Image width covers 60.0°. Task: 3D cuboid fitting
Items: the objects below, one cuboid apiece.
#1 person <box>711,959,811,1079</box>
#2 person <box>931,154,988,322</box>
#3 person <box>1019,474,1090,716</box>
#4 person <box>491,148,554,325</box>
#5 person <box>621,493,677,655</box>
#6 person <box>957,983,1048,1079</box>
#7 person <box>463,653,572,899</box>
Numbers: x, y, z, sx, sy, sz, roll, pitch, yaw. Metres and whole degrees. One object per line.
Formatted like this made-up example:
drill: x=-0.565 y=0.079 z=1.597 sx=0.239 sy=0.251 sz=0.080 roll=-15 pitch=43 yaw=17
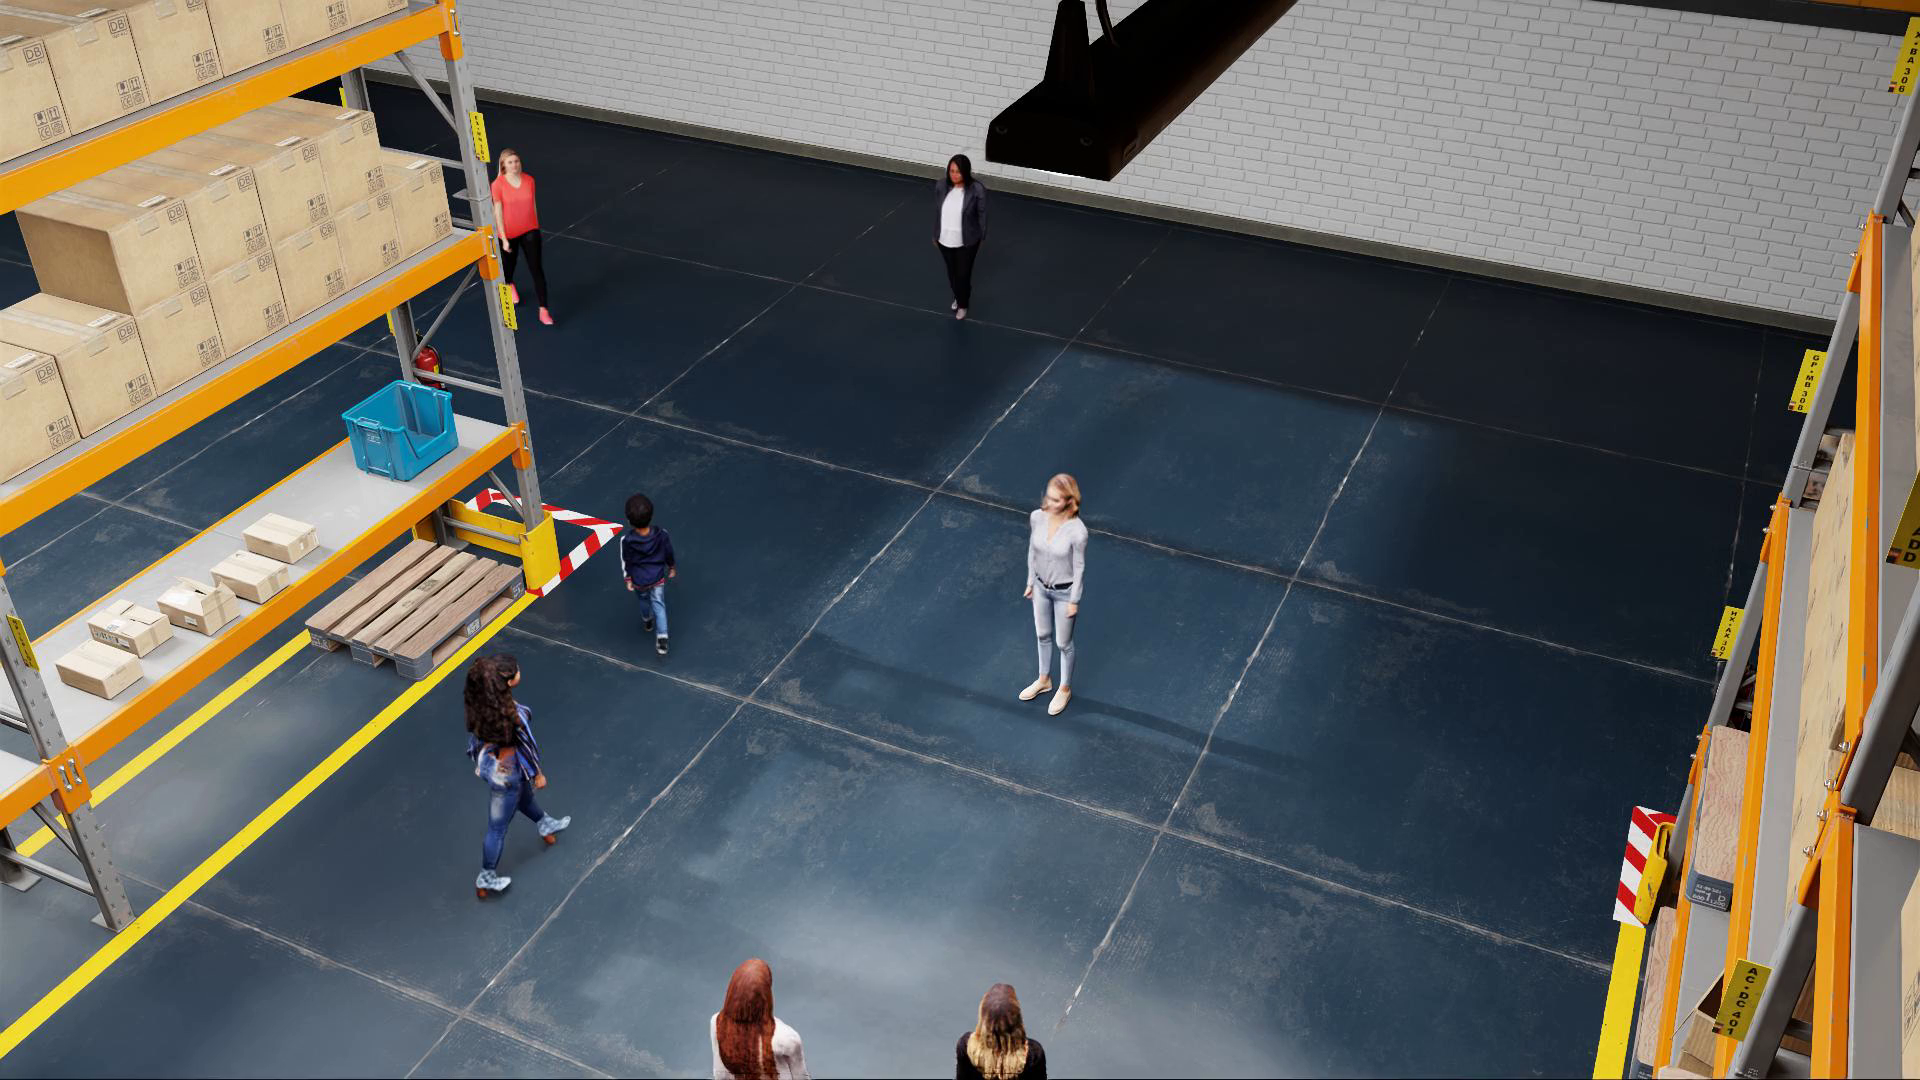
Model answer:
person: x=-0.890 y=2.622 z=7.514 sx=0.601 sy=1.739 sz=1.005 roll=13 pitch=36 yaw=18
person: x=0.009 y=-2.957 z=16.054 sx=0.698 sy=1.579 sz=0.725 roll=11 pitch=35 yaw=16
person: x=0.628 y=0.335 z=10.903 sx=0.640 sy=1.795 sz=0.604 roll=25 pitch=41 yaw=32
person: x=-4.274 y=-2.942 z=15.961 sx=1.165 sy=1.654 sz=1.120 roll=-17 pitch=37 yaw=-24
person: x=-2.162 y=0.249 z=11.565 sx=0.813 sy=1.207 sz=0.899 roll=-9 pitch=35 yaw=-13
person: x=0.167 y=2.672 z=7.512 sx=0.726 sy=1.658 sz=0.987 roll=4 pitch=34 yaw=7
person: x=-2.658 y=1.381 z=9.531 sx=0.807 sy=1.573 sz=1.047 roll=28 pitch=43 yaw=36
